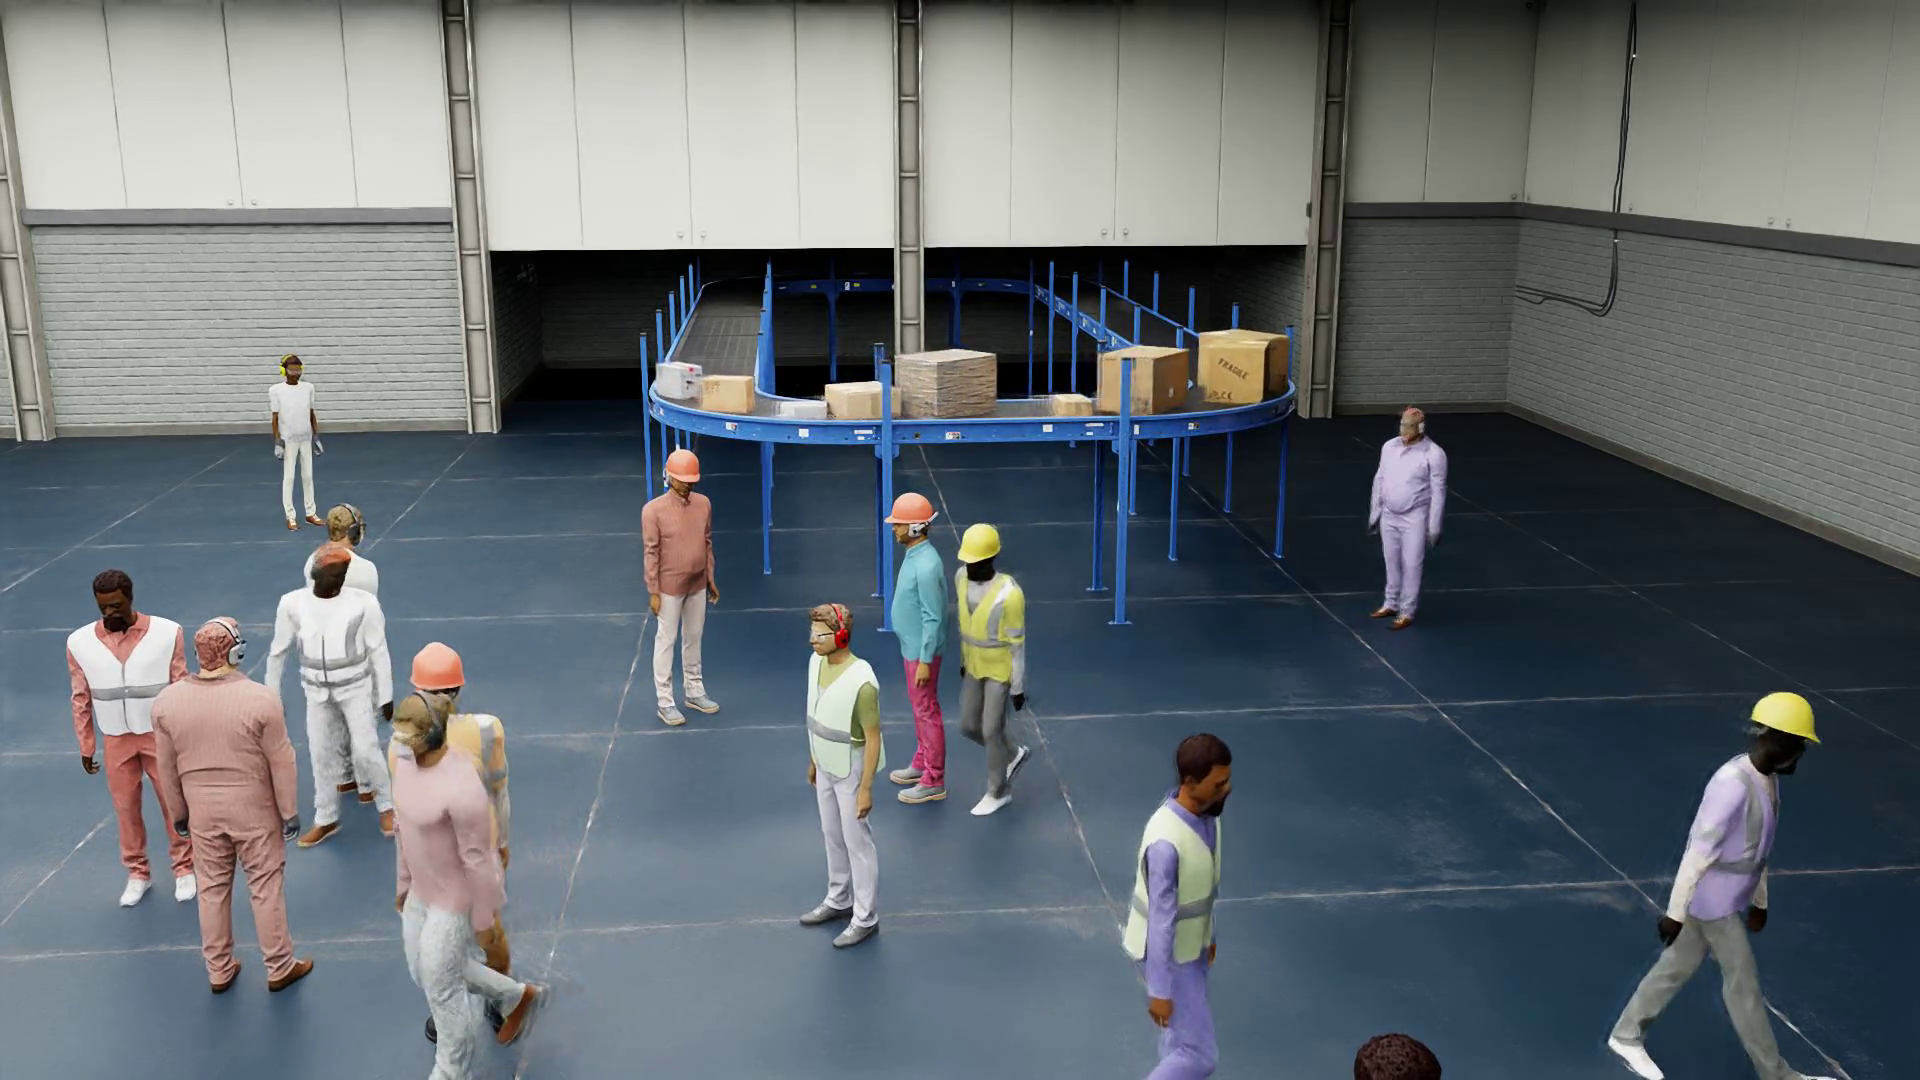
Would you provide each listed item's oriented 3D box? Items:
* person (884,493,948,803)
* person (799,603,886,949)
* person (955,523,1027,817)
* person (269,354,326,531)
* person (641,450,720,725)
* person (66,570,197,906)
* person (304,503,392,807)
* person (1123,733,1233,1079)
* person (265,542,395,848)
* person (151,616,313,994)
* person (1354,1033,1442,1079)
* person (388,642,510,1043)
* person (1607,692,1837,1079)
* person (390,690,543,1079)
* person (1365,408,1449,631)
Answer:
[{"bbox_3d":[-0.274,0.676,10.544,0.396,1.992,0.623,-2,14,-9],"label":"person"},{"bbox_3d":[-0.600,1.211,8.705,0.381,1.844,0.566,-9,17,-33],"label":"person"},{"bbox_3d":[0.194,0.782,10.311,0.593,1.895,0.623,-12,18,-40],"label":"person"},{"bbox_3d":[-7.044,-1.045,17.689,0.329,1.869,0.511,13,19,41],"label":"person"},{"bbox_3d":[-1.992,0.324,11.970,0.392,1.985,0.609,12,19,41],"label":"person"},{"bbox_3d":[-4.526,1.070,9.151,0.599,1.908,0.405,-4,15,-17],"label":"person"},{"bbox_3d":[-3.838,0.722,10.493,0.629,1.932,0.378,10,17,35],"label":"person"},{"bbox_3d":[0.893,1.672,6.738,0.433,1.905,0.646,6,15,23],"label":"person"},{"bbox_3d":[-3.753,0.903,9.907,0.765,1.871,0.410,0,14,-1],"label":"person"},{"bbox_3d":[-3.567,1.307,8.199,0.646,1.907,0.401,0,14,1],"label":"person"},{"bbox_3d":[1.079,2.218,4.557,0.387,1.909,0.591,4,15,15],"label":"person"},{"bbox_3d":[-2.350,1.414,7.705,0.542,1.939,0.365,-10,17,-35],"label":"person"},{"bbox_3d":[3.377,1.568,7.264,0.976,1.851,0.658,9,17,33],"label":"person"},{"bbox_3d":[-2.180,1.538,7.246,0.666,1.921,0.630,-12,19,-41],"label":"person"},{"bbox_3d":[3.771,-0.178,14.222,0.511,1.901,0.686,-11,18,-37],"label":"person"}]
